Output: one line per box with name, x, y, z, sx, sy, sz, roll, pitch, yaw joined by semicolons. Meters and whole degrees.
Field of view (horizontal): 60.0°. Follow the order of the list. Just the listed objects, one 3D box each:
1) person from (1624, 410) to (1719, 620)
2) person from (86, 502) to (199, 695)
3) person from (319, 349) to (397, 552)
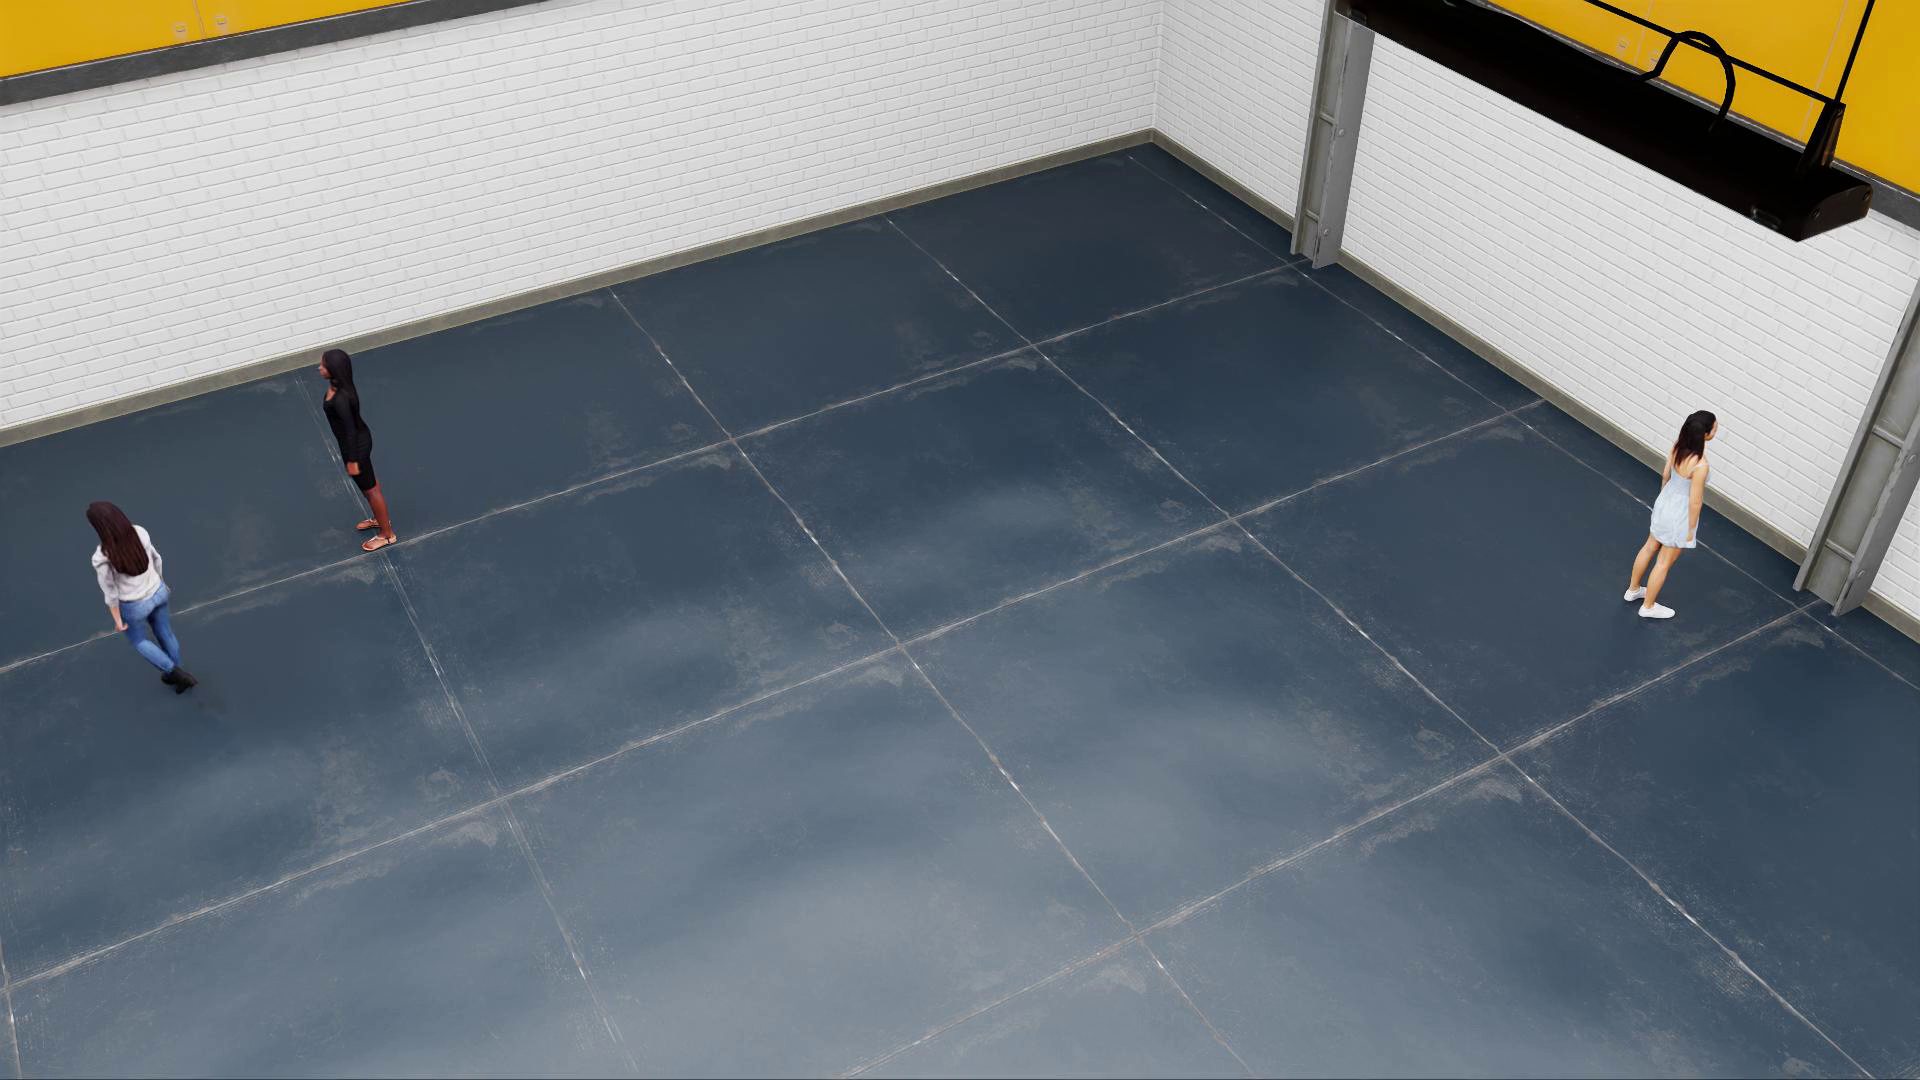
person;5.106;-0.196;11.897;0.713;1.730;0.578;-7;39;-8
person;-5.444;0.435;11.196;0.848;1.619;0.789;18;42;21
person;-4.563;-0.698;12.534;0.700;1.719;0.491;-14;41;-17
